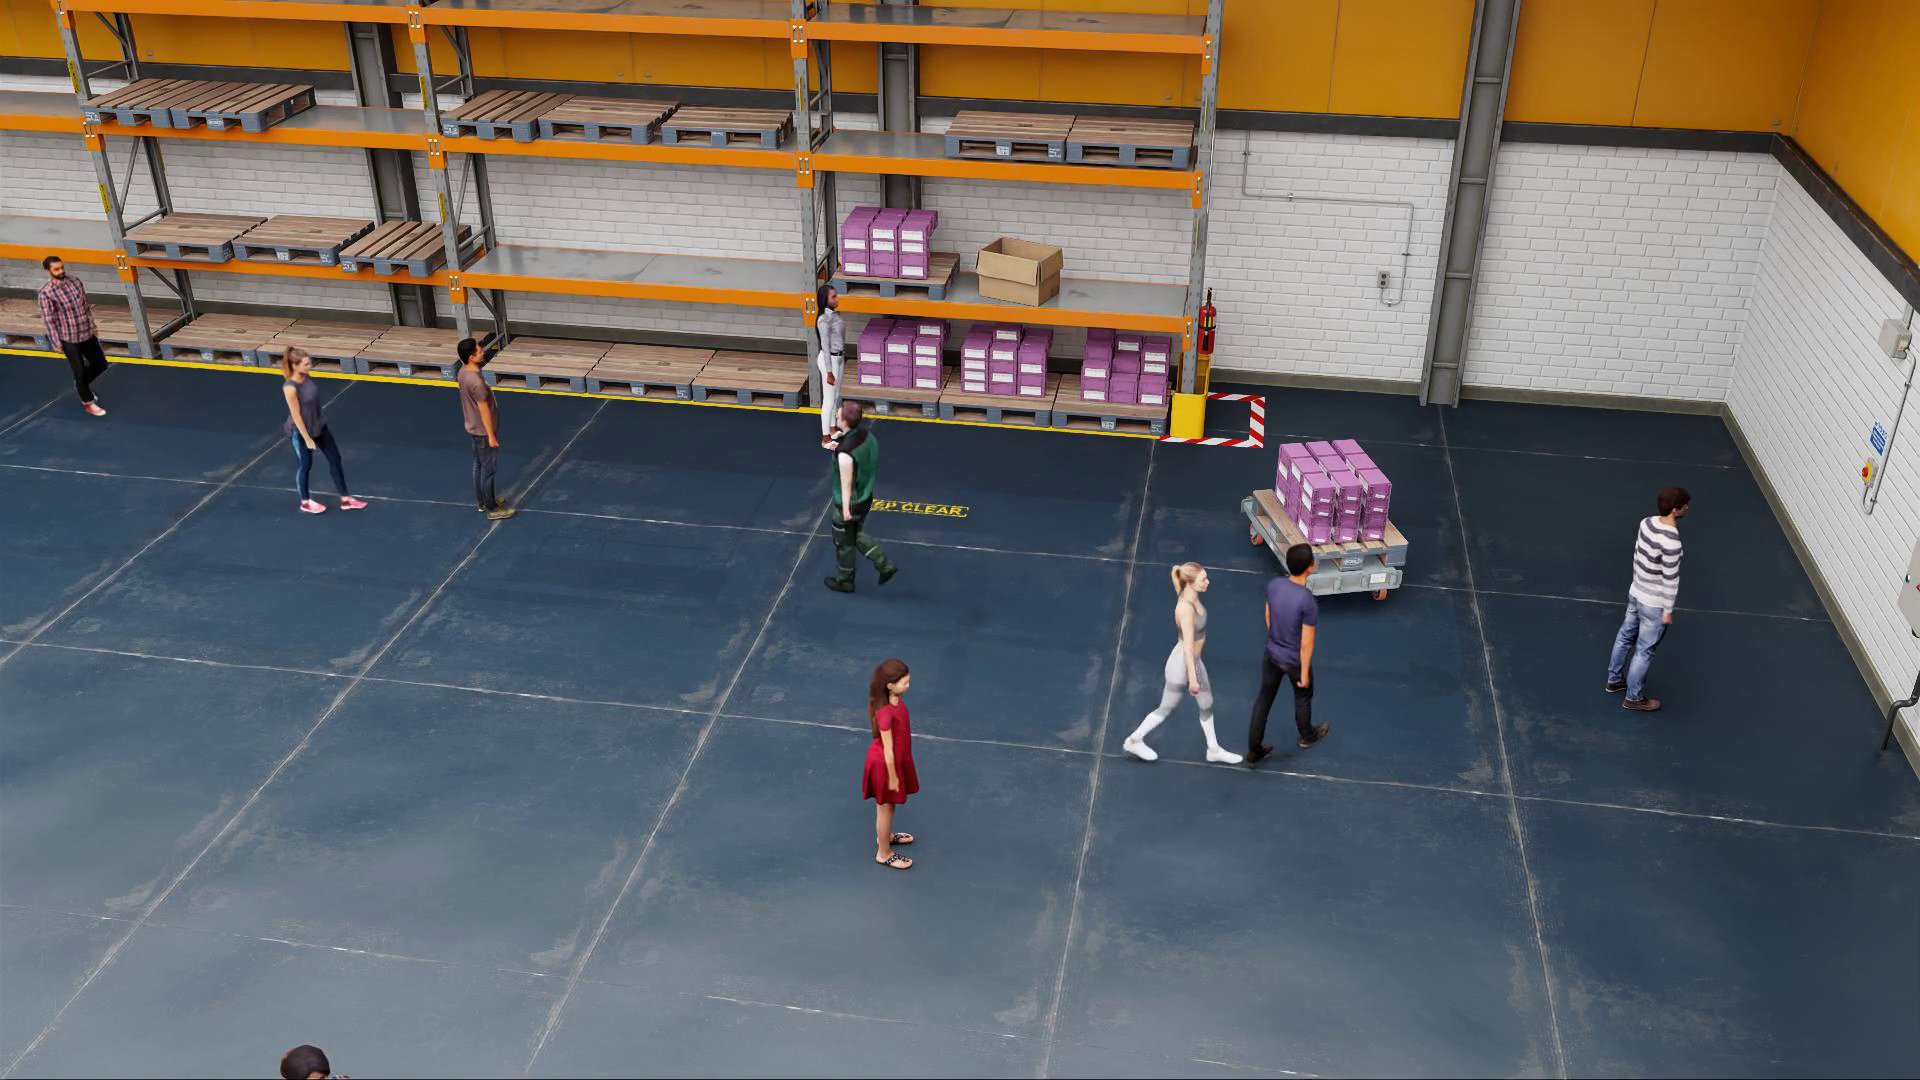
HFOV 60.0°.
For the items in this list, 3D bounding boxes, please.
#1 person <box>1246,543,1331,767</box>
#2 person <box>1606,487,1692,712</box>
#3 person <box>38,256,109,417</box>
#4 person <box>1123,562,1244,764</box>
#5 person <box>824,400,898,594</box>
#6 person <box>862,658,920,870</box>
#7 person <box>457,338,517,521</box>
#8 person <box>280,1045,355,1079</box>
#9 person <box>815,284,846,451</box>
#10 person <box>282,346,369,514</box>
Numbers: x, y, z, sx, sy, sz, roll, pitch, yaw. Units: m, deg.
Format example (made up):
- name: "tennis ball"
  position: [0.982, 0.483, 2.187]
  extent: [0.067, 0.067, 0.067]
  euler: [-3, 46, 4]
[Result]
- name: "person"
  position: [2.297, 0.875, 12.034]
  extent: [1.083, 1.760, 1.050]
  euler: [-22, 36, -35]
- name: "person"
  position: [5.290, 0.428, 12.753]
  extent: [0.659, 1.855, 0.713]
  euler: [-5, 29, -9]
- name: "person"
  position: [-9.445, -2.195, 17.666]
  extent: [0.864, 1.755, 0.819]
  euler: [13, 31, 23]
- name: "person"
  position: [1.544, 0.927, 12.042]
  extent: [1.123, 1.660, 0.661]
  euler: [8, 30, 15]
- name: "person"
  position: [-0.856, -0.341, 14.188]
  extent: [0.984, 1.832, 0.789]
  euler: [12, 31, 22]
- name: "person"
  position: [-0.480, 1.474, 11.149]
  extent: [0.641, 1.556, 0.581]
  euler: [0, 29, 1]
- name: "person"
  position: [-4.484, -1.046, 15.534]
  extent: [0.752, 1.780, 0.703]
  euler: [-17, 33, -28]
- name: "person"
  position: [-2.993, 3.099, 8.004]
  extent: [0.682, 1.714, 0.724]
  euler: [-25, 37, -38]
- name: "person"
  position: [-1.310, -1.779, 16.935]
  extent: [0.517, 1.725, 0.586]
  euler: [6, 29, 10]
- name: "person"
  position: [-6.176, -1.008, 15.542]
  extent: [0.866, 1.706, 0.599]
  euler: [5, 29, 10]
